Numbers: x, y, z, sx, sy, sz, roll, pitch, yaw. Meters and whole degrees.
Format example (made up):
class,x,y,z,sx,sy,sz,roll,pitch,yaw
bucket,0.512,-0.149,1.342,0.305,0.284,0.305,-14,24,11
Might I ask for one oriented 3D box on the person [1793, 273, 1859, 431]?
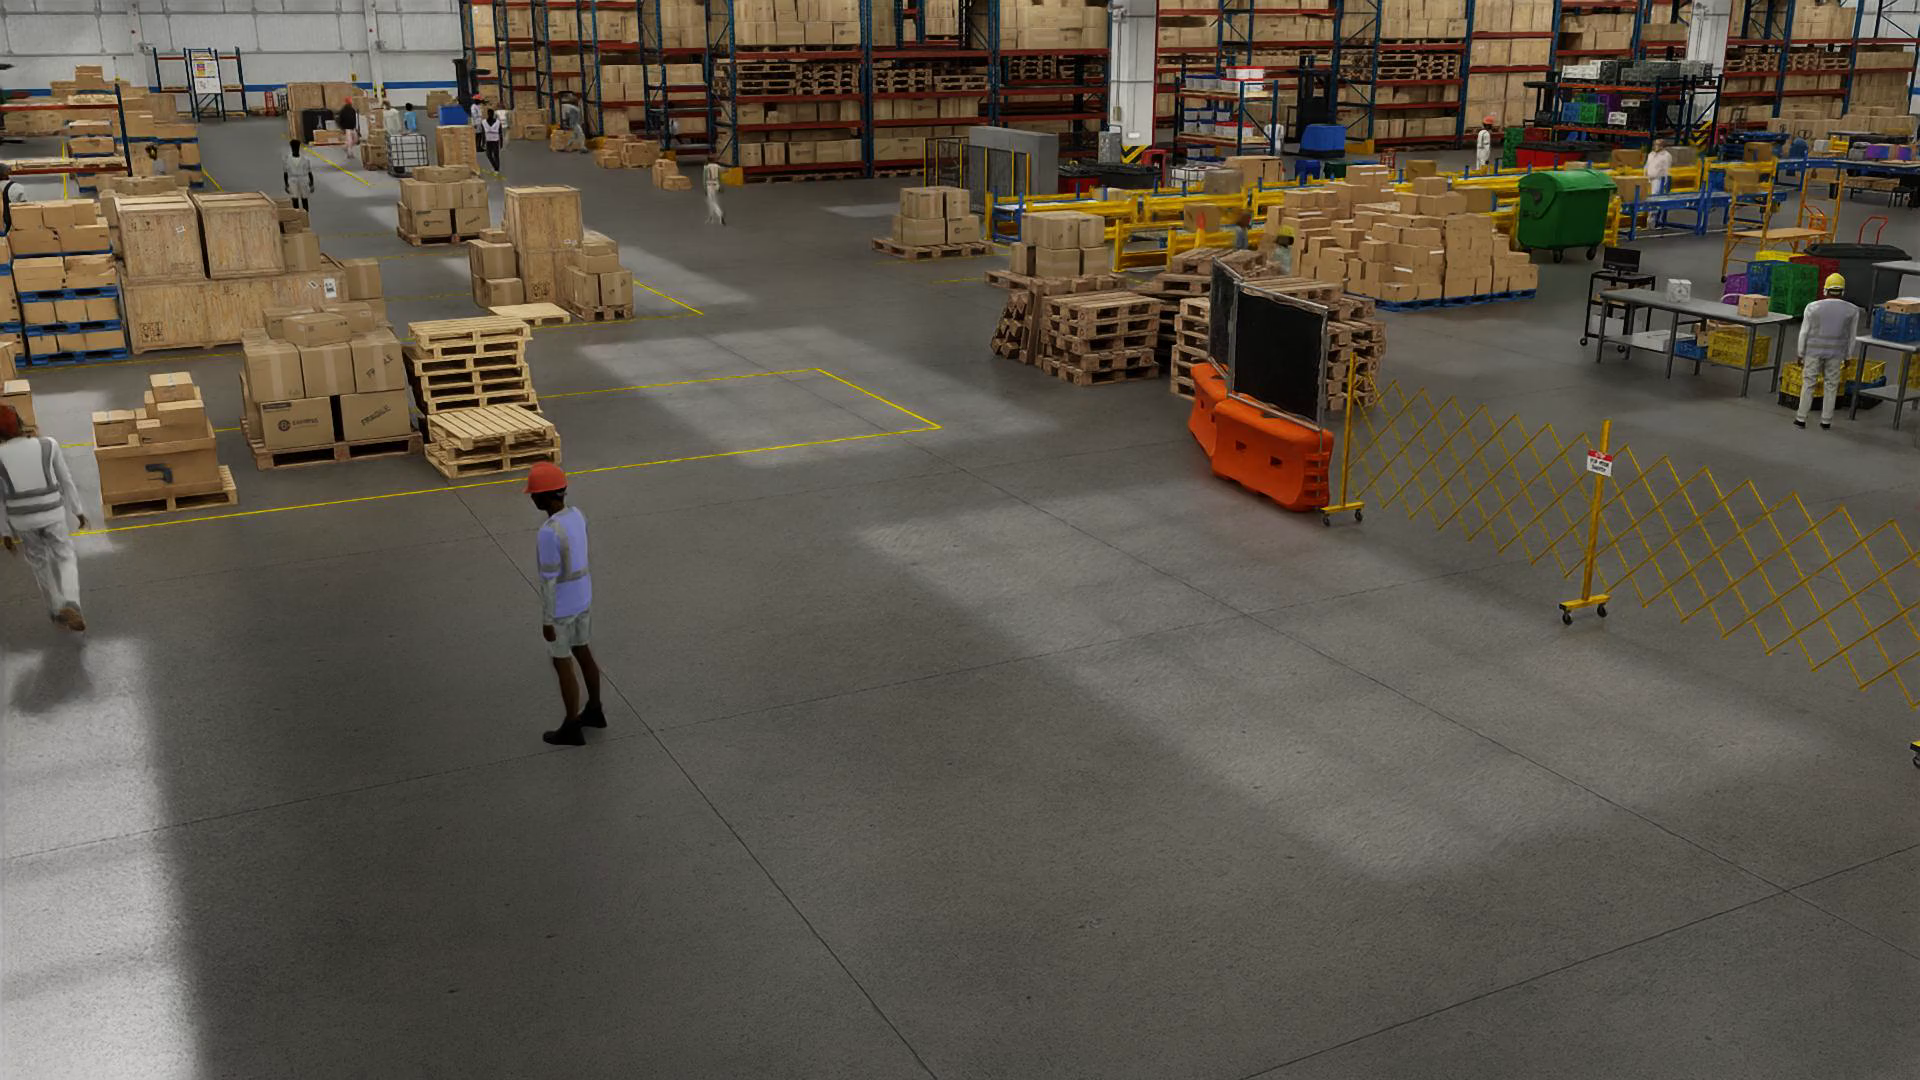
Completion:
class,x,y,z,sx,sy,sz,roll,pitch,yaw
person,10.065,-2.185,19.357,0.595,1.824,0.404,6,19,17

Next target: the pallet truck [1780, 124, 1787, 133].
class,x,y,z,sx,sy,sz,roll,pitch,yaw
pallet truck,25.206,-12.542,52.601,1.601,1.201,0.680,0,18,-2

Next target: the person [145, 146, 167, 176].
class,x,y,z,sx,sy,sz,roll,pitch,yaw
person,-17.803,-7.912,37.244,0.606,1.814,0.938,14,23,37

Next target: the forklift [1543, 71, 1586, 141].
class,x,y,z,sx,sy,sz,roll,pitch,yaw
forklift,18.685,-13.231,52.085,1.873,2.768,1.129,-9,20,-26

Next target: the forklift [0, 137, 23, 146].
class,x,y,z,sx,sy,sz,roll,pitch,yaw
forklift,-34.698,-15.445,58.987,1.873,2.768,1.129,4,18,12

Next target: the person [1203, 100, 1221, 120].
class,x,y,z,sx,sy,sz,roll,pitch,yaw
person,8.477,-14.101,56.451,0.714,1.858,0.978,5,19,16

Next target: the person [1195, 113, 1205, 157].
class,x,y,z,sx,sy,sz,roll,pitch,yaw
person,7.519,-12.432,51.521,0.361,1.687,0.545,-11,21,-30

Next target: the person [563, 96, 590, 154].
class,x,y,z,sx,sy,sz,roll,pitch,yaw
person,-12.940,-13.930,55.869,0.918,1.899,0.636,2,18,5

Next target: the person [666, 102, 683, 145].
class,x,y,z,sx,sy,sz,roll,pitch,yaw
person,-9.863,-14.138,56.890,0.867,1.648,0.547,-8,19,-23

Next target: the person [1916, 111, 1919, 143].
class,x,y,z,sx,sy,sz,roll,pitch,yaw
person,35.200,-15.485,60.537,0.618,1.994,0.380,-4,18,-14

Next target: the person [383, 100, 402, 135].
class,x,y,z,sx,sy,sz,roll,pitch,yaw
person,-18.169,-13.108,53.291,0.765,1.903,0.489,8,19,22

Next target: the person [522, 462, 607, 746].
class,x,y,z,sx,sy,sz,roll,pitch,yaw
person,-2.656,0.417,11.078,0.392,1.928,0.550,5,18,14

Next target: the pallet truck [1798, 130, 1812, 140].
class,x,y,z,sx,sy,sz,roll,pitch,yaw
pallet truck,25.526,-11.556,49.408,1.630,1.274,0.653,-9,20,-26

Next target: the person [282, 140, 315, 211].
class,x,y,z,sx,sy,sz,roll,pitch,yaw
person,-14.720,-7.914,37.062,0.614,1.915,0.975,-7,19,-21

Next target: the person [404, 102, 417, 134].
class,x,y,z,sx,sy,sz,roll,pitch,yaw
person,-18.457,-13.886,56.067,0.625,1.679,0.540,9,20,26

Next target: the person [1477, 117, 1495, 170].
class,x,y,z,sx,sy,sz,roll,pitch,yaw
person,13.645,-9.964,43.247,0.393,2.041,0.614,-1,18,-3

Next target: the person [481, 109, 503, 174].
class,x,y,z,sx,sy,sz,roll,pitch,yaw
person,-13.796,-11.759,49.070,0.619,1.903,0.468,-1,18,-4

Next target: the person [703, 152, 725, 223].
class,x,y,z,sx,sy,sz,roll,pitch,yaw
person,-5.581,-7.971,37.717,0.644,1.622,0.521,13,22,34

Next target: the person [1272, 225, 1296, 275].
class,x,y,z,sx,sy,sz,roll,pitch,yaw
person,4.659,-3.750,24.387,0.591,1.726,0.487,12,21,33

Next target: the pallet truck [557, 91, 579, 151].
class,x,y,z,sx,sy,sz,roll,pitch,yaw
pallet truck,-13.495,-14.412,57.188,0.823,1.965,1.885,-3,18,-9

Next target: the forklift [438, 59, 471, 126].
class,x,y,z,sx,sy,sz,roll,pitch,yaw
forklift,-19.237,-17.170,64.362,1.873,2.768,1.129,-8,19,-23

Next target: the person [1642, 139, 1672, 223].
class,x,y,z,sx,sy,sz,roll,pitch,yaw
person,15.886,-8.225,38.086,0.513,1.889,0.640,-6,19,-18

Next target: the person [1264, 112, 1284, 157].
class,x,y,z,sx,sy,sz,roll,pitch,yaw
person,8.917,-11.169,47.235,0.587,1.887,0.896,4,18,11

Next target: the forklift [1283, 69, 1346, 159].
class,x,y,z,sx,sy,sz,roll,pitch,yaw
forklift,11.615,-13.871,54.079,1.129,2.768,1.873,-9,20,-27

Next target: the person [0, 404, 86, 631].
class,x,y,z,sx,sy,sz,roll,pitch,yaw
person,-7.157,-0.141,12.936,0.659,1.850,0.708,-11,21,-31

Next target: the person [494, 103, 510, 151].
class,x,y,z,sx,sy,sz,roll,pitch,yaw
person,-15.760,-14.194,57.135,0.521,1.607,0.748,-9,20,-27

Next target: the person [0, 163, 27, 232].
class,x,y,z,sx,sy,sz,roll,pitch,yaw
person,-17.487,-5.912,30.619,0.687,2.000,0.535,-6,19,-19

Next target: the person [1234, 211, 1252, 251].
class,x,y,z,sx,sy,sz,roll,pitch,yaw
person,4.609,-4.496,26.871,0.522,1.612,0.532,5,18,14

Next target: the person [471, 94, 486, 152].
class,x,y,z,sx,sy,sz,roll,pitch,yaw
person,-16.404,-14.177,56.584,0.390,1.928,0.575,2,18,5

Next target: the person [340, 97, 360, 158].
class,x,y,z,sx,sy,sz,roll,pitch,yaw
person,-19.864,-13.428,54.163,0.474,1.968,0.646,9,20,26
